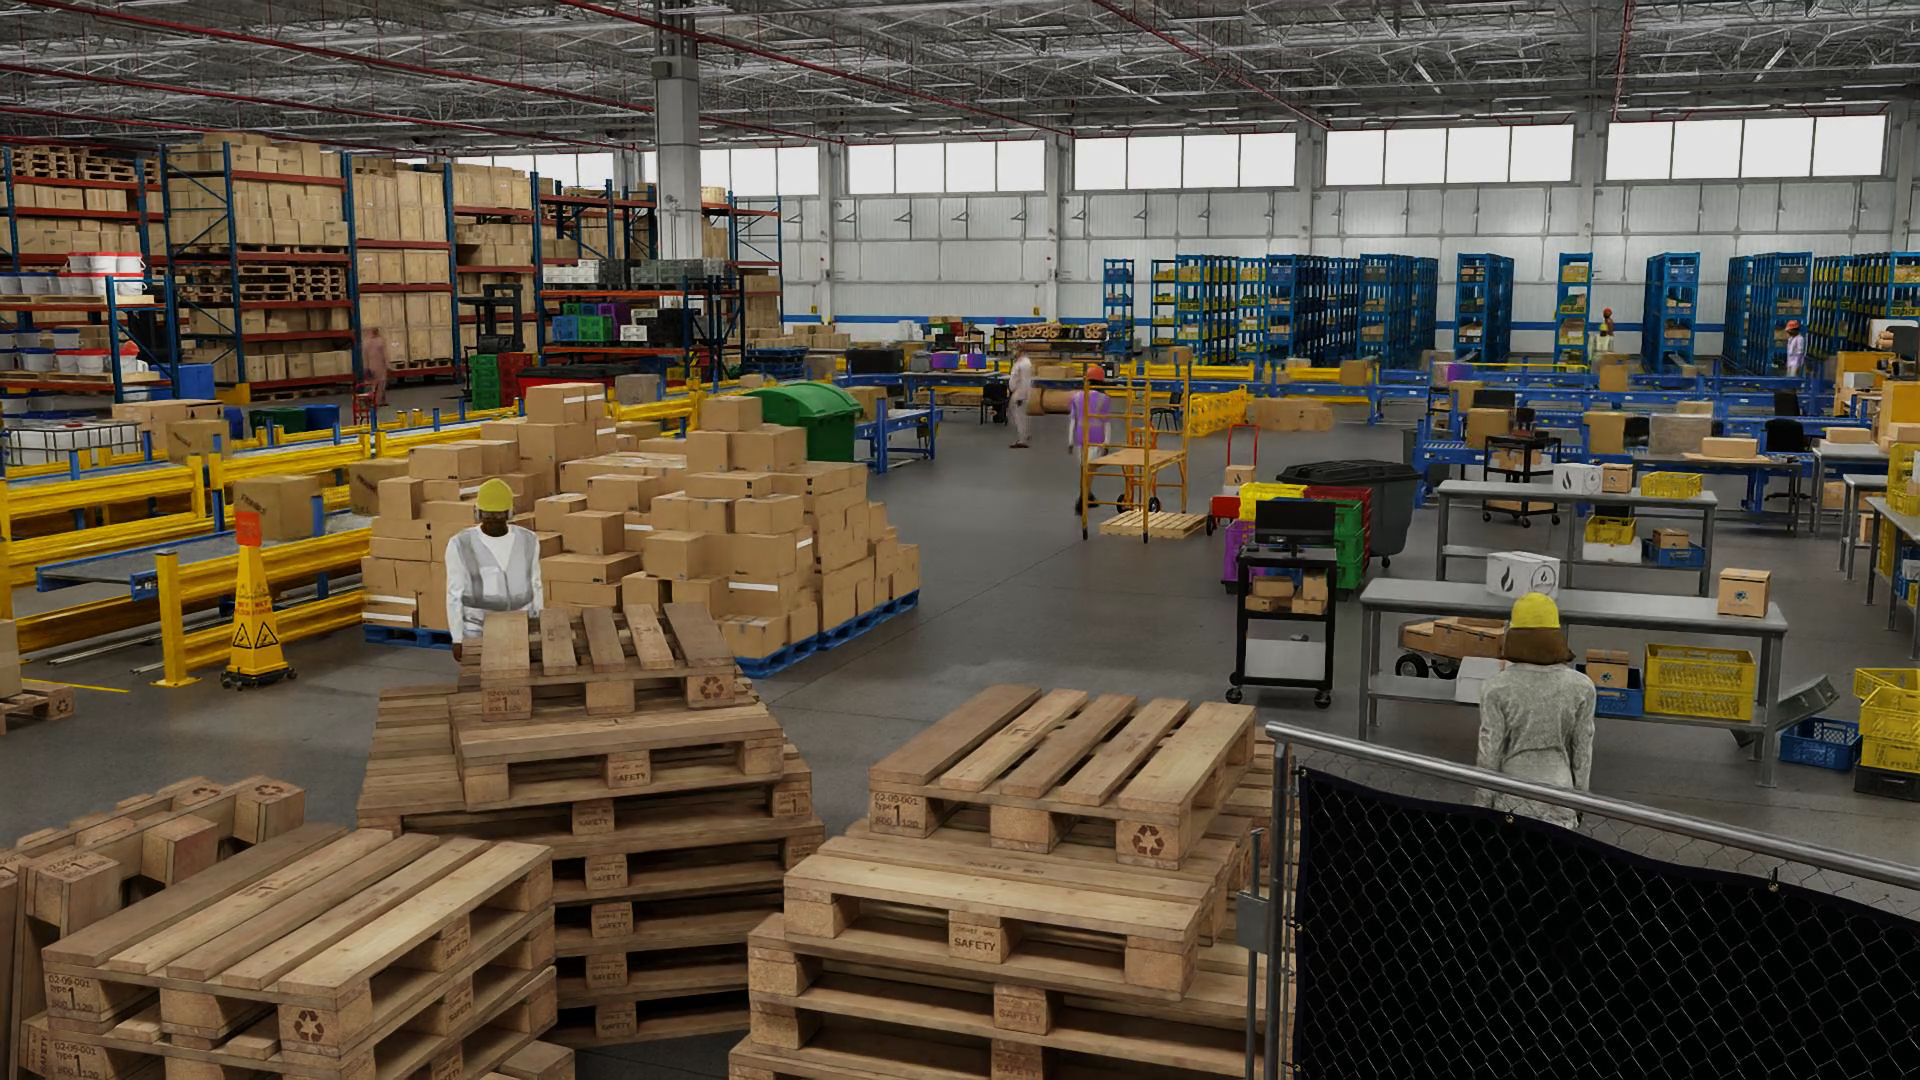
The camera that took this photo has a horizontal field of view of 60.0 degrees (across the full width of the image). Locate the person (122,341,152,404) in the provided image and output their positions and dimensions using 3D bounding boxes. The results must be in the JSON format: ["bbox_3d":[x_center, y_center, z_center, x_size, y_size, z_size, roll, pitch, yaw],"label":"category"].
[{"bbox_3d":[-14.055,-2.430,28.341,0.546,1.929,0.392,-9,12,-43],"label":"person"}]

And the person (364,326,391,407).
[{"bbox_3d":[-13.396,-3.979,38.179,0.642,1.882,0.723,5,10,30],"label":"person"}]

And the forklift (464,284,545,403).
[{"bbox_3d":[-10.832,-4.702,39.610,1.129,2.768,1.873,3,10,20],"label":"forklift"}]

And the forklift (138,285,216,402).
[{"bbox_3d":[-17.480,-4.200,36.461,1.873,2.768,1.129,3,10,19],"label":"forklift"}]

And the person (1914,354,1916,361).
[{"bbox_3d":[22.853,-4.138,39.423,0.857,1.817,0.578,3,10,19],"label":"person"}]

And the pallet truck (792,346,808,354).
[{"bbox_3d":[-3.705,-4.298,42.022,0.653,1.274,1.630,3,10,20],"label":"pallet truck"}]

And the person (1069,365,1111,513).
[{"bbox_3d":[1.651,-1.290,21.308,0.556,1.895,0.933,5,10,27],"label":"person"}]

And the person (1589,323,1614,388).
[{"bbox_3d":[16.661,-4.737,43.190,0.602,1.812,0.714,3,10,19],"label":"person"}]

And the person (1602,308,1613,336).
[{"bbox_3d":[20.492,-6.354,52.747,0.372,1.997,0.620,0,9,-1],"label":"person"}]

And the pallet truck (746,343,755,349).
[{"bbox_3d":[-6.183,-4.618,44.264,1.601,1.201,0.680,-9,12,-43],"label":"pallet truck"}]

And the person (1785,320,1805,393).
[{"bbox_3d":[18.861,-3.962,37.675,0.446,2.025,0.627,0,9,1],"label":"person"}]

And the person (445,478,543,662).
[{"bbox_3d":[-2.779,0.533,10.029,0.594,1.828,0.403,-6,11,-34],"label":"person"}]

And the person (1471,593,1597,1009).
[{"bbox_3d":[2.358,1.080,6.896,0.485,1.736,0.308,0,9,-2],"label":"person"}]

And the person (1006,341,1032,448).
[{"bbox_3d":[1.023,-2.542,29.134,0.433,1.890,0.675,-1,9,-6],"label":"person"}]
